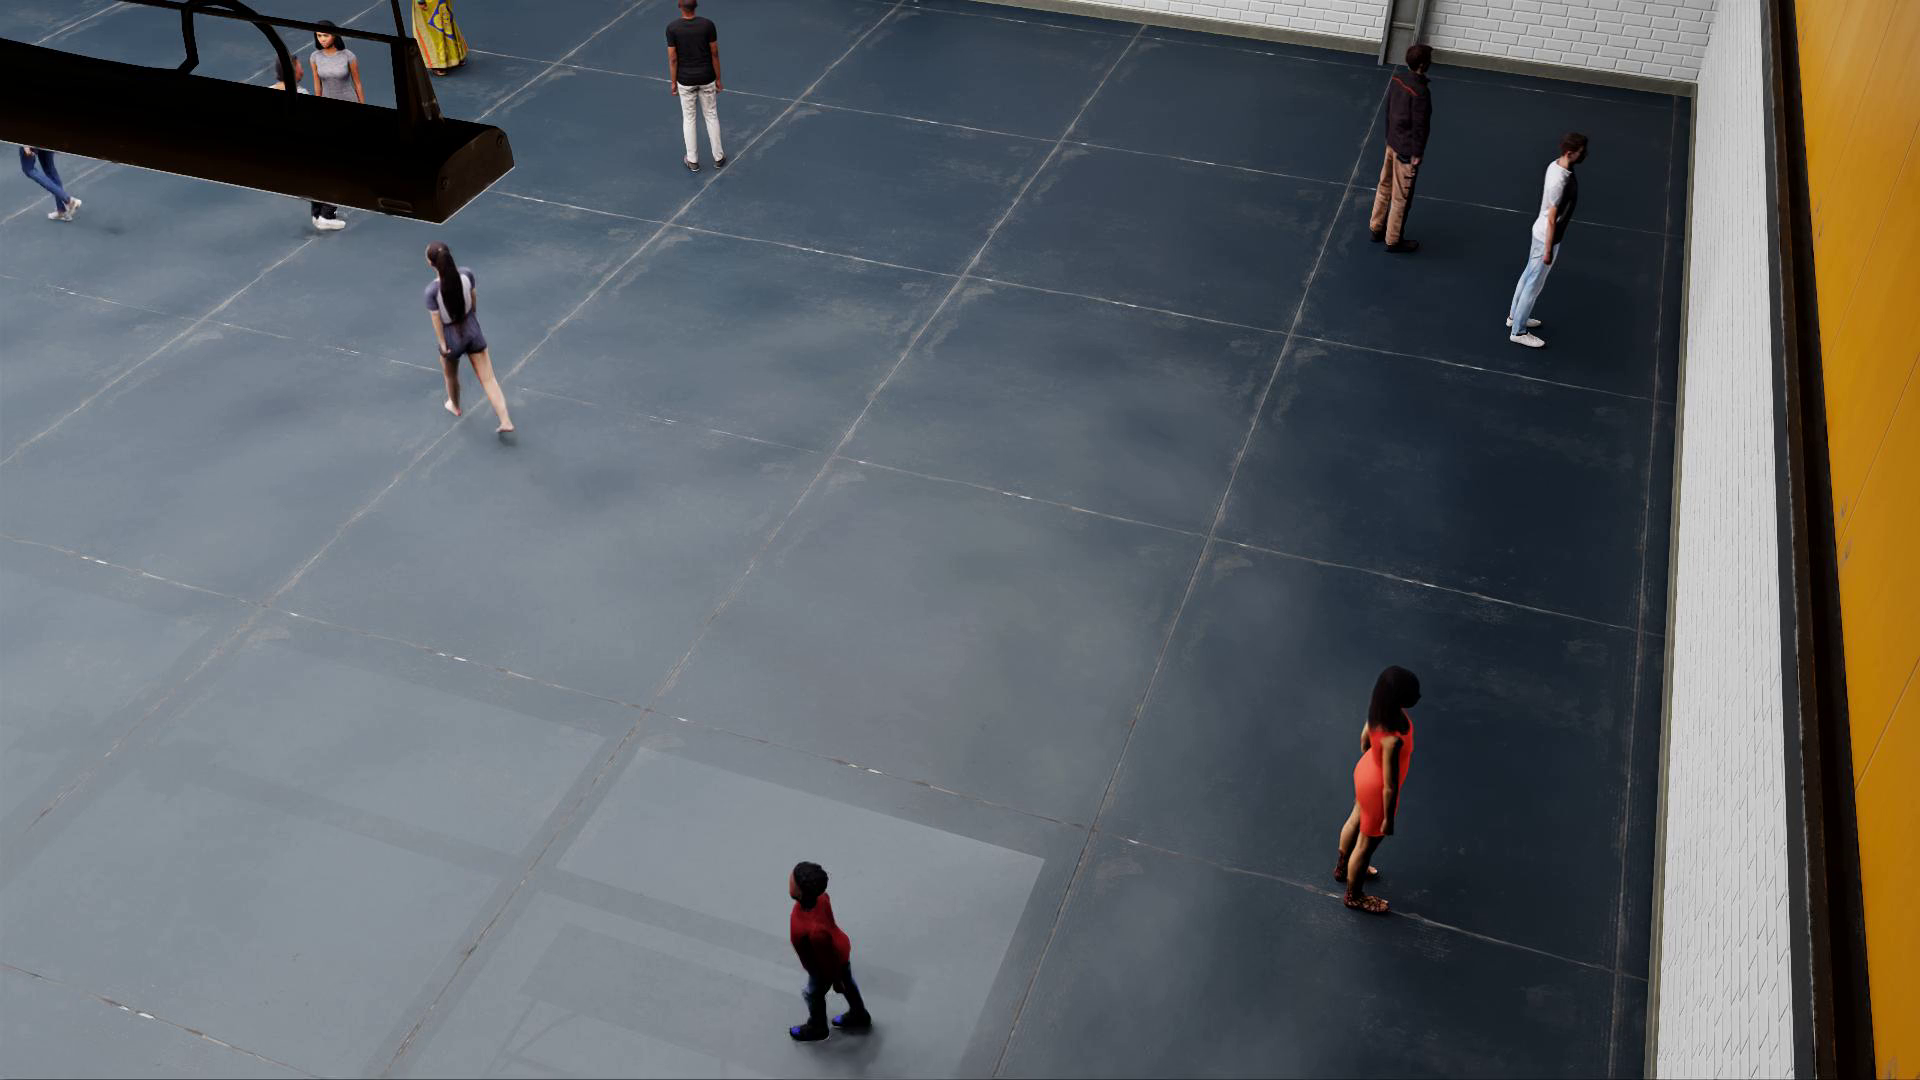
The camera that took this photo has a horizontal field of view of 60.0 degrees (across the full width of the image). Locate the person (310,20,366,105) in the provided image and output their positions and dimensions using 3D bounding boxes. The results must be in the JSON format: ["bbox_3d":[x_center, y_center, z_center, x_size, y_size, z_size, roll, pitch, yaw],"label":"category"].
[{"bbox_3d":[-5.849,-4.059,15.789,0.609,1.781,0.722,-6,39,-7],"label":"person"}]

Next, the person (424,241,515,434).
[{"bbox_3d":[-3.758,-1.510,12.734,0.917,1.611,1.138,-29,47,-32],"label":"person"}]

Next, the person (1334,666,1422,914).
[{"bbox_3d":[2.274,1.346,9.072,0.636,1.719,0.659,-1,39,-1],"label":"person"}]

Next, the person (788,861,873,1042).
[{"bbox_3d":[-0.627,2.122,8.484,0.721,1.239,0.612,-3,39,-4],"label":"person"}]

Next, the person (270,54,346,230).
[{"bbox_3d":[-6.054,-3.682,15.396,0.606,1.684,0.747,20,43,24],"label":"person"}]

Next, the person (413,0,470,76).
[{"bbox_3d":[-5.815,-5.997,18.313,0.808,1.661,0.883,18,42,21],"label":"person"}]

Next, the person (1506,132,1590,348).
[{"bbox_3d":[4.868,-2.519,13.806,0.564,1.850,0.674,9,39,11],"label":"person"}]

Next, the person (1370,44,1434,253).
[{"bbox_3d":[4.011,-3.547,15.034,0.829,1.924,0.790,-13,40,-16],"label":"person"}]

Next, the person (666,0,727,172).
[{"bbox_3d":[-2.595,-4.512,16.337,0.729,1.805,0.823,-10,40,-12],"label":"person"}]
